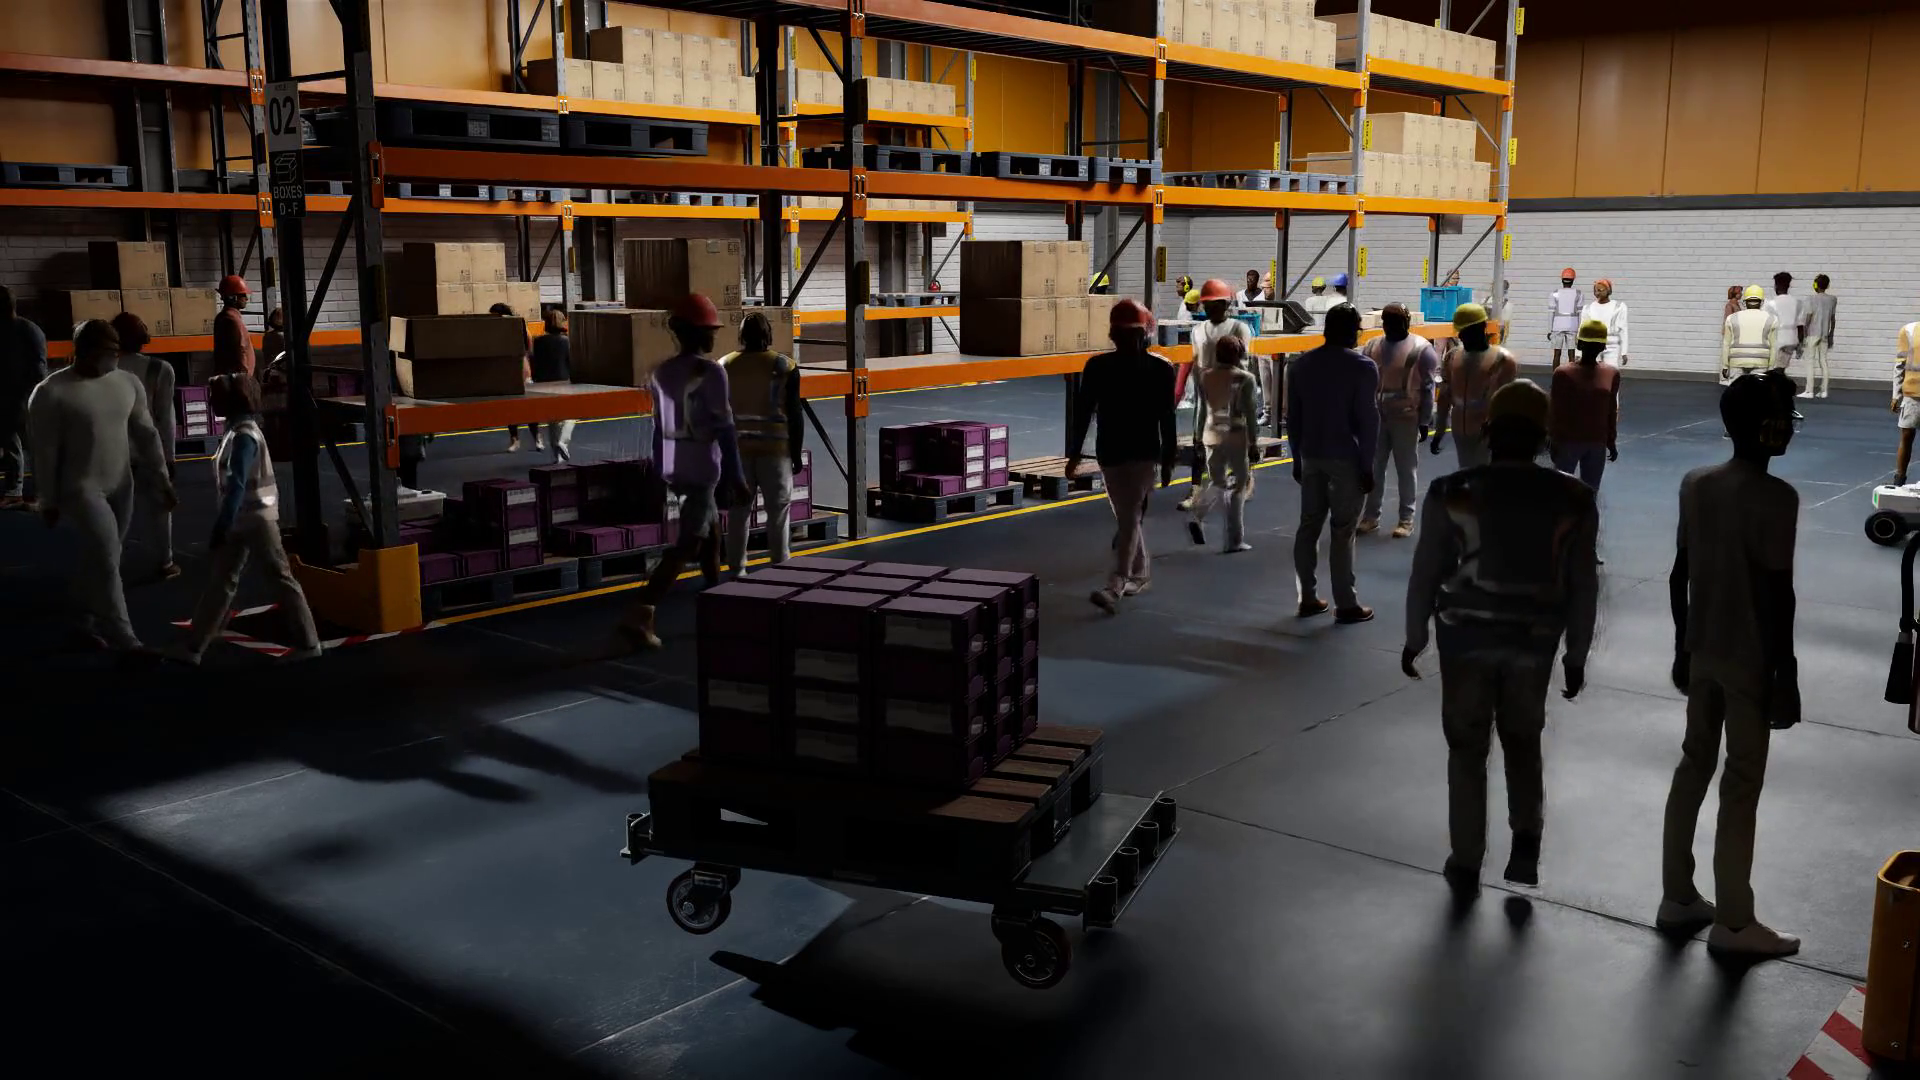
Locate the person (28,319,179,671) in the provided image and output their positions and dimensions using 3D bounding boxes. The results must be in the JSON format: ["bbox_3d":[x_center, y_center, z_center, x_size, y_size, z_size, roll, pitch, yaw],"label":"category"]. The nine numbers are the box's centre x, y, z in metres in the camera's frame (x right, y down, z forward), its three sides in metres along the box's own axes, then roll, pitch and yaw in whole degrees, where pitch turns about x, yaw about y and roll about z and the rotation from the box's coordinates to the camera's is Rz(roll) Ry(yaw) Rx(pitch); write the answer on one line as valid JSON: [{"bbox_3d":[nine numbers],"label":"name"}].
[{"bbox_3d":[-4.703,-0.260,9.076,0.981,1.880,0.623,4,11,22],"label":"person"}]

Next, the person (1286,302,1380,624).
[{"bbox_3d":[2.253,-0.465,10.068,0.377,1.932,0.629,-9,13,-40],"label":"person"}]

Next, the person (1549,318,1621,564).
[{"bbox_3d":[4.439,-0.690,11.825,0.529,1.765,0.327,-2,10,-10],"label":"person"}]

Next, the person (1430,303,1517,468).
[{"bbox_3d":[3.848,-0.816,12.313,0.903,1.867,0.597,-8,13,-37],"label":"person"}]

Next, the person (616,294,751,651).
[{"bbox_3d":[-1.573,-0.385,9.428,0.988,2.009,0.611,-8,13,-39],"label":"person"}]

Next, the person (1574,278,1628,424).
[{"bbox_3d":[8.177,-2.395,21.204,0.633,1.876,0.416,9,13,41],"label":"person"}]

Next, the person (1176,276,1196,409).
[{"bbox_3d":[3.181,-2.771,23.410,0.312,1.861,0.511,-1,10,-7],"label":"person"}]

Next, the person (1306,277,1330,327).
[{"bbox_3d":[6.020,-3.537,28.015,0.533,1.772,0.296,-4,11,-23],"label":"person"}]

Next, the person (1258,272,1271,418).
[{"bbox_3d":[4.100,-2.548,21.906,0.375,1.939,0.546,-3,10,-15],"label":"person"}]

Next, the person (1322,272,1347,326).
[{"bbox_3d":[5.068,-2.654,22.532,0.759,1.926,0.605,-5,11,-25],"label":"person"}]

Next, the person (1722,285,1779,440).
[{"bbox_3d":[9.272,-2.074,19.550,0.591,1.823,0.405,5,11,24],"label":"person"}]

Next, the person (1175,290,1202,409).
[{"bbox_3d":[3.111,-2.494,22.275,0.833,1.703,0.597,-3,11,-19],"label":"person"}]

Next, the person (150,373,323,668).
[{"bbox_3d":[-3.858,-0.080,8.824,0.867,1.588,0.514,-6,12,-30],"label":"person"}]

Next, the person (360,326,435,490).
[{"bbox_3d":[-4.534,-0.900,13.362,0.546,1.643,0.734,1,10,4],"label":"person"}]

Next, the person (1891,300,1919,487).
[{"bbox_3d":[8.653,-1.315,14.893,0.550,1.933,0.374,8,13,37],"label":"person"}]

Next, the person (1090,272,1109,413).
[{"bbox_3d":[1.903,-2.656,22.559,0.595,1.923,0.380,8,13,37],"label":"person"}]

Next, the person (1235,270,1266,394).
[{"bbox_3d":[4.537,-3.230,25.848,0.594,1.919,0.387,5,11,28],"label":"person"}]

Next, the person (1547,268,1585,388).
[{"bbox_3d":[9.741,-3.403,26.773,0.546,1.939,0.375,4,11,20],"label":"person"}]

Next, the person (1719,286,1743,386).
[{"bbox_3d":[12.697,-3.361,27.382,0.309,1.641,0.515,7,12,34],"label":"person"}]

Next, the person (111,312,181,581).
[{"bbox_3d":[-5.468,-0.574,10.948,0.578,1.849,0.936,-1,10,-7],"label":"person"}]

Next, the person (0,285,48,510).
[{"bbox_3d":[-8.155,-1.219,14.351,0.627,1.936,0.374,3,10,15],"label":"person"}]

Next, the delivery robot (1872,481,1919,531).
[{"bbox_3d":[7.338,-0.272,12.615,0.707,0.478,0.477,8,13,37],"label":"delivery robot"}]

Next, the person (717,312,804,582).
[{"bbox_3d":[-1.335,-0.579,11.000,0.626,1.837,0.428,2,10,10],"label":"person"}]

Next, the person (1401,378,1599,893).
[{"bbox_3d":[1.866,0.348,5.792,0.609,1.812,0.412,1,10,6],"label":"person"}]

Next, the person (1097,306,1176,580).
[{"bbox_3d":[1.208,-0.698,11.578,0.557,1.886,0.865,0,10,0],"label":"person"}]

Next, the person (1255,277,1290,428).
[{"bbox_3d":[3.923,-2.358,20.955,0.402,1.901,0.647,-5,11,-26],"label":"person"}]

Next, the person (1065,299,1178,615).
[{"bbox_3d":[1.011,-0.534,10.459,0.628,1.933,1.067,6,12,31],"label":"person"}]

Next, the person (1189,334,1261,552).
[{"bbox_3d":[1.950,-0.710,12.340,0.446,1.624,0.542,-9,13,-42],"label":"person"}]

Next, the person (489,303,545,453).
[{"bbox_3d":[-4.932,-1.777,18.282,0.555,1.659,0.406,-1,10,-4],"label":"person"}]

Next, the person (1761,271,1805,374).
[{"bbox_3d":[11.249,-2.688,22.698,0.607,1.946,0.763,-1,10,-7],"label":"person"}]

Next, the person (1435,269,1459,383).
[{"bbox_3d":[8.233,-3.592,27.961,0.638,1.903,0.409,-4,11,-24],"label":"person"}]

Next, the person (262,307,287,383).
[{"bbox_3d":[-7.295,-1.686,17.905,0.497,1.624,0.286,6,12,30],"label":"person"}]

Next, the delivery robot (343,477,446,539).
[{"bbox_3d":[-4.189,-0.223,12.341,0.477,0.478,0.707,9,14,42],"label":"delivery robot"}]

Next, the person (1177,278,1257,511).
[{"bbox_3d":[2.289,-1.275,14.490,0.616,2.003,1.018,8,13,39],"label":"person"}]

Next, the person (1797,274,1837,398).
[{"bbox_3d":[12.919,-3.066,25.057,0.533,1.868,0.310,-1,10,-8],"label":"person"}]

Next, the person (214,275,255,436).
[{"bbox_3d":[-6.937,-1.536,15.984,0.386,1.992,0.625,-7,12,-36],"label":"person"}]

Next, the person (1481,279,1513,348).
[{"bbox_3d":[7.757,-2.906,24.356,0.345,1.807,0.665,-8,13,-37],"label":"person"}]

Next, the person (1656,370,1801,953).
[{"bbox_3d":[2.508,0.389,5.374,0.331,1.874,0.519,-3,10,-16],"label":"person"}]

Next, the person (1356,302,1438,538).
[{"bbox_3d":[3.378,-0.936,13.011,0.633,1.839,0.429,8,13,39],"label":"person"}]

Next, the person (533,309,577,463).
[{"bbox_3d":[-4.212,-1.593,17.369,0.504,1.620,0.406,1,10,5],"label":"person"}]
